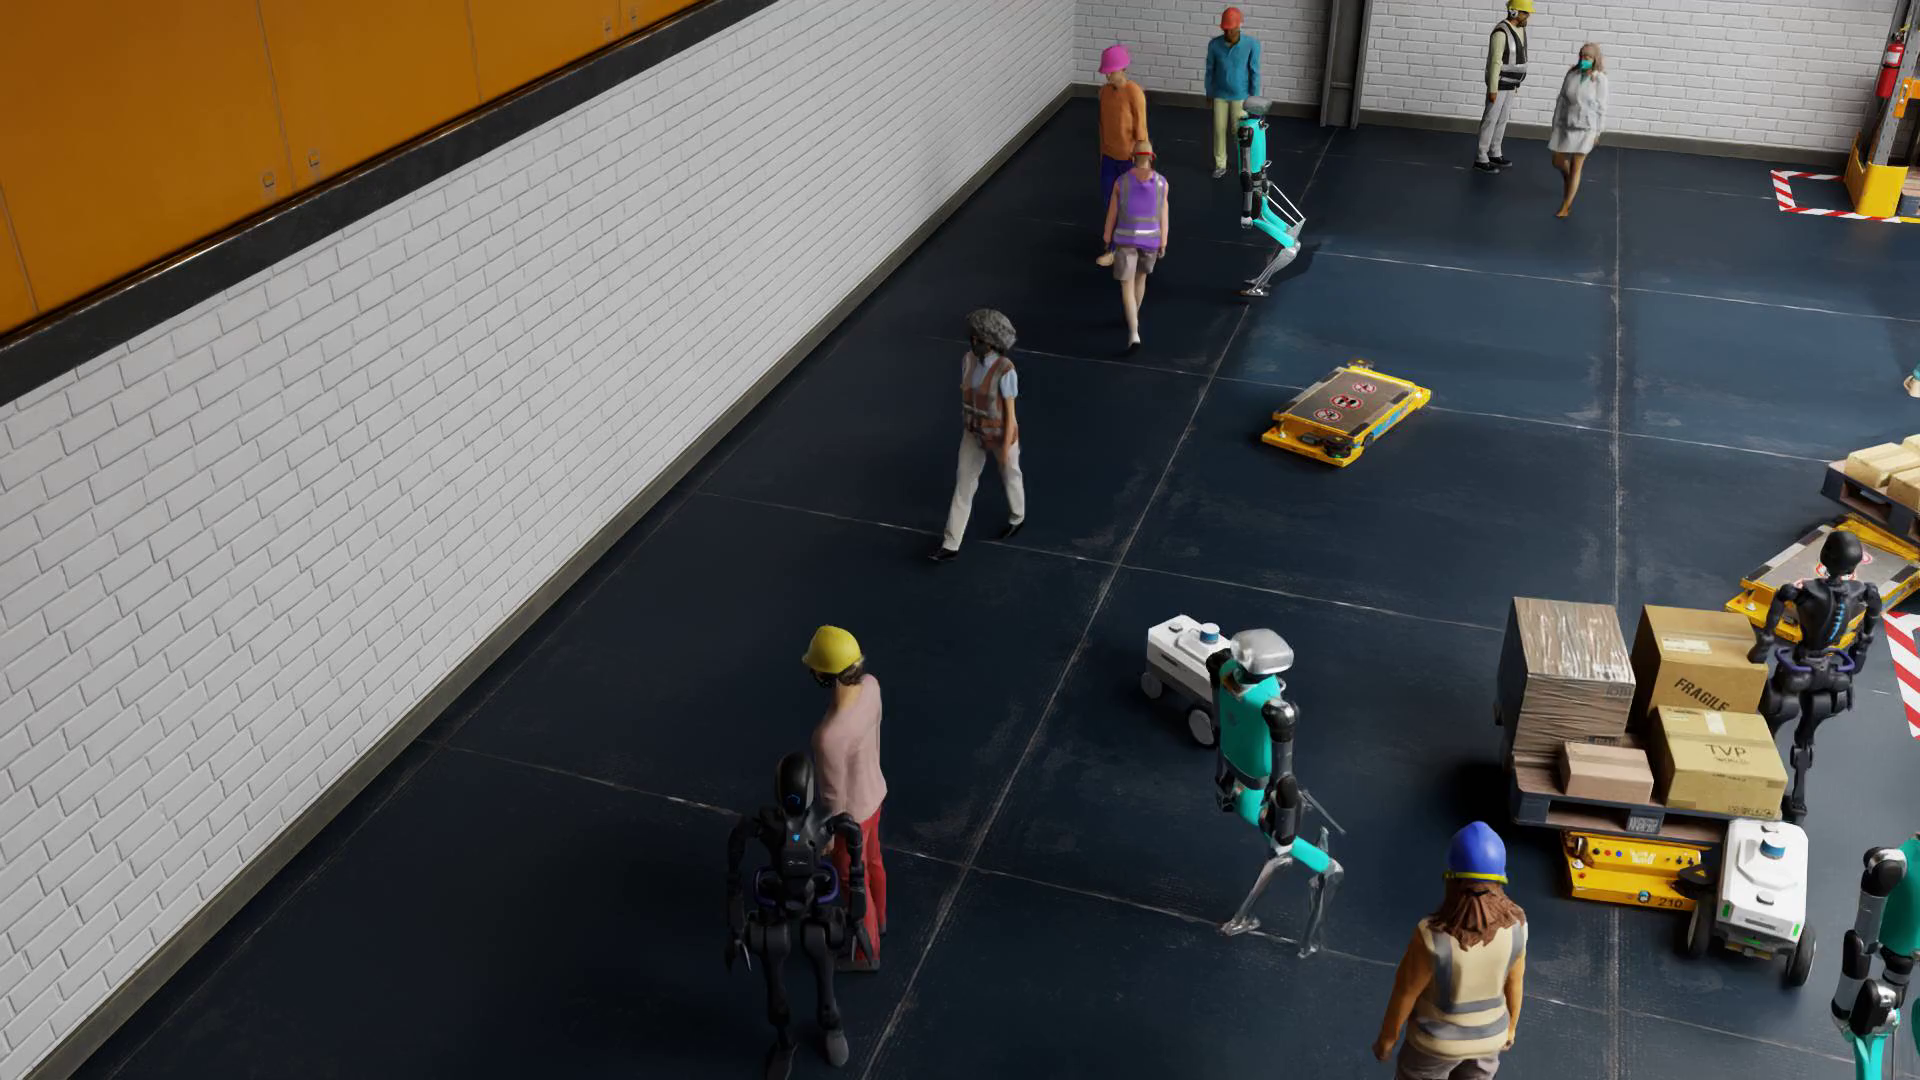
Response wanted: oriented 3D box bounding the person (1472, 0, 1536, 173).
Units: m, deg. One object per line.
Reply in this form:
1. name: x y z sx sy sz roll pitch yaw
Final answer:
1. person: 5.603 -4.709 17.106 0.403 1.825 0.589 24 38 34

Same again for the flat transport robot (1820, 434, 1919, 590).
1. flat transport robot: 6.247 -0.020 10.659 1.431 0.231 0.659 -13 33 -21

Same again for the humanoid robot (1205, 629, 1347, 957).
1. humanoid robot: 1.456 1.118 7.315 0.798 1.805 0.530 -15 34 -24

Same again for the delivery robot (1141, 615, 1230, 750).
1. delivery robot: 1.362 0.749 9.088 0.499 0.614 0.808 -21 36 -31

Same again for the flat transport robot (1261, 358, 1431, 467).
1. flat transport robot: 2.861 -0.950 12.241 0.659 0.231 1.431 22 37 32

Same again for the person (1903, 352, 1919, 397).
1. person: 7.474 -1.912 12.312 0.498 1.862 0.392 12 32 19

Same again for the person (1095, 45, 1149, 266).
1. person: 1.494 -3.439 14.815 0.693 1.950 0.560 -26 39 -36

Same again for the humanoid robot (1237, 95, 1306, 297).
1. humanoid robot: 2.626 -2.840 13.876 0.735 1.677 0.533 11 32 19

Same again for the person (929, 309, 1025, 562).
1. person: 0.139 -0.645 10.357 0.470 1.639 0.846 23 37 33

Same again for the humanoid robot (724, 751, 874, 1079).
1. humanoid robot: -0.653 1.516 6.665 0.601 1.658 0.369 -3 31 -6

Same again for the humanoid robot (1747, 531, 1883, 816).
1. humanoid robot: 4.076 0.679 8.083 0.601 1.655 0.330 0 30 0

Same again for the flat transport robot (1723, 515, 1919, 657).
1. flat transport robot: 5.356 0.265 10.175 1.431 0.231 0.659 -23 37 -34

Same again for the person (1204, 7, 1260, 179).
1. person: 2.767 -4.568 16.945 0.576 1.730 0.509 13 33 21

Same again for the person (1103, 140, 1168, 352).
1. person: 1.402 -2.350 13.253 0.500 1.658 0.835 -2 31 -4

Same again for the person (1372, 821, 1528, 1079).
1. person: 1.783 1.789 6.120 0.517 1.754 0.380 -4 31 -8

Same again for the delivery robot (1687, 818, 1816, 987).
1. delivery robot: 3.658 1.604 7.609 0.499 0.590 0.793 13 33 21

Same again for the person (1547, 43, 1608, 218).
1. person: 5.962 -3.969 16.021 0.490 1.641 0.585 24 38 35

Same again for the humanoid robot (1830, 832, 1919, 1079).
1. humanoid robot: 3.514 1.843 6.074 0.550 1.825 0.664 0 30 -1

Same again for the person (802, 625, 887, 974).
1. person: -0.496 1.135 7.223 0.341 1.763 0.536 10 32 17

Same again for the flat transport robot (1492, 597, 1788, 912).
1. flat transport robot: 3.339 1.304 8.407 0.659 0.231 1.431 5 31 9
